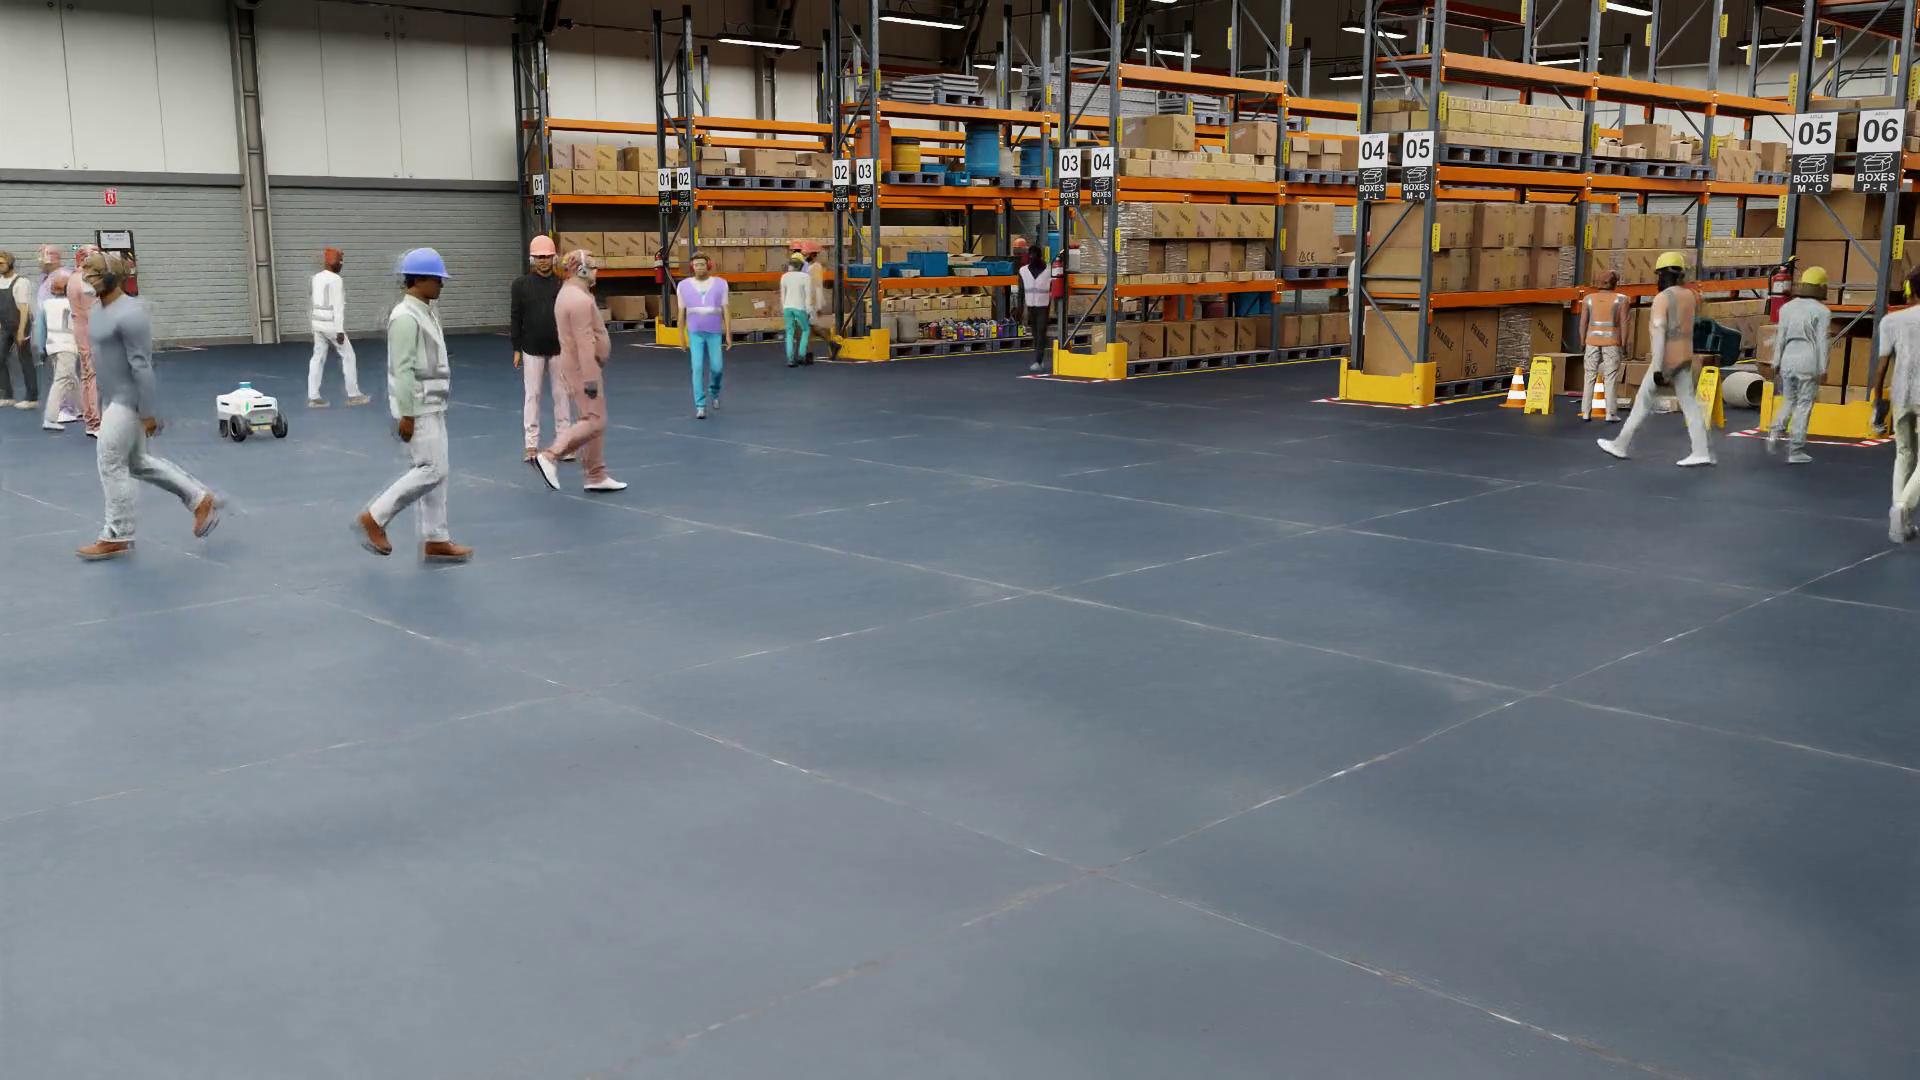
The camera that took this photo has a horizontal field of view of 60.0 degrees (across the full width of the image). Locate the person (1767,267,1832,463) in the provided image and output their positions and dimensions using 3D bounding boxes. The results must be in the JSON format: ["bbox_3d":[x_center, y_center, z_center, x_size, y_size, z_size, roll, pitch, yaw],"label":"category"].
[{"bbox_3d":[7.451,-1.545,14.706,0.382,1.726,0.502,-6,12,-28],"label":"person"}]

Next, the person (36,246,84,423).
[{"bbox_3d":[-9.745,-2.224,18.043,0.535,1.883,0.714,-9,14,-40],"label":"person"}]

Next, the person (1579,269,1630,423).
[{"bbox_3d":[6.927,-2.087,17.915,0.515,1.636,0.315,8,13,38],"label":"person"}]

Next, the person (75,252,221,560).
[{"bbox_3d":[-5.186,-0.862,10.521,0.857,1.912,0.631,-10,14,-42],"label":"person"}]

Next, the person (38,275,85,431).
[{"bbox_3d":[-9.277,-1.950,17.293,0.503,1.587,0.900,3,11,18],"label":"person"}]

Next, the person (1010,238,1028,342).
[{"bbox_3d":[1.112,-4.718,31.437,0.378,1.936,0.548,-4,11,-20],"label":"person"}]

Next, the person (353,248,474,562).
[{"bbox_3d":[-3.356,-0.813,10.169,0.577,1.927,0.607,-1,10,-7],"label":"person"}]

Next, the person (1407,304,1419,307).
[{"bbox_3d":[7.379,-3.664,26.503,0.518,1.640,0.307,5,12,27],"label":"person"}]

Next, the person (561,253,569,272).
[{"bbox_3d":[-6.114,-3.645,26.208,0.935,1.711,0.529,-7,13,-35],"label":"person"}]

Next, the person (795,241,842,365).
[{"bbox_3d":[-2.237,-3.705,25.981,0.735,1.916,0.545,-3,11,-16],"label":"person"}]

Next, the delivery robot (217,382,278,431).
[{"bbox_3d":[-7.122,-1.333,16.611,0.707,0.478,0.477,10,14,42],"label":"delivery robot"}]

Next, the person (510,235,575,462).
[{"bbox_3d":[-3.686,-1.702,14.830,0.611,1.996,0.378,-3,11,-18],"label":"person"}]

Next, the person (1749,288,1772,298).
[{"bbox_3d":[16.129,-5.044,33.289,0.819,1.917,0.634,-6,12,-30],"label":"person"}]

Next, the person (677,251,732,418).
[{"bbox_3d":[-2.826,-2.271,18.389,0.590,1.827,0.455,-2,11,-9],"label":"person"}]

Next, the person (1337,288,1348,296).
[{"bbox_3d":[9.810,-6.784,42.646,0.419,1.954,0.632,3,11,15],"label":"person"}]

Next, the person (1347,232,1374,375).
[{"bbox_3d":[5.404,-3.082,22.228,0.390,2.040,0.614,-2,11,-11],"label":"person"}]

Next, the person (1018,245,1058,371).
[{"bbox_3d":[1.209,-3.501,25.021,0.650,1.871,0.977,4,11,20],"label":"person"}]

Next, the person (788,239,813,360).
[{"bbox_3d":[-2.586,-3.861,26.759,0.361,1.939,0.542,7,13,35],"label":"person"}]

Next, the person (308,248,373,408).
[{"bbox_3d":[-7.324,-2.489,19.524,0.704,1.846,0.855,9,13,39],"label":"person"}]

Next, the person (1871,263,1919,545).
[{"bbox_3d":[6.219,-0.888,10.814,0.522,1.850,0.796,9,14,42],"label":"person"}]

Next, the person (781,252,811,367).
[{"bbox_3d":[-2.500,-3.522,25.457,0.536,1.737,0.437,4,11,19],"label":"person"}]

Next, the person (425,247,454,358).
[{"bbox_3d":[-8.821,-3.898,27.332,0.812,1.808,0.599,-6,12,-30],"label":"person"}]

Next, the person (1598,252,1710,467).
[{"bbox_3d":[6.183,-1.582,14.572,0.589,1.853,1.062,-7,13,-34],"label":"person"}]

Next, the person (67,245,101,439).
[{"bbox_3d":[-8.591,-1.970,16.541,0.411,1.908,0.643,-8,13,-39],"label":"person"}]

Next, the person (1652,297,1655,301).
[{"bbox_3d":[15.563,-5.601,36.664,0.898,1.794,0.590,4,11,21],"label":"person"}]

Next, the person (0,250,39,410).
[{"bbox_3d":[-10.927,-2.391,19.048,0.550,1.824,0.664,4,11,23],"label":"person"}]

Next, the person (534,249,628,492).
[{"bbox_3d":[-2.948,-1.293,12.867,0.639,1.890,0.662,-4,11,-19],"label":"person"}]
